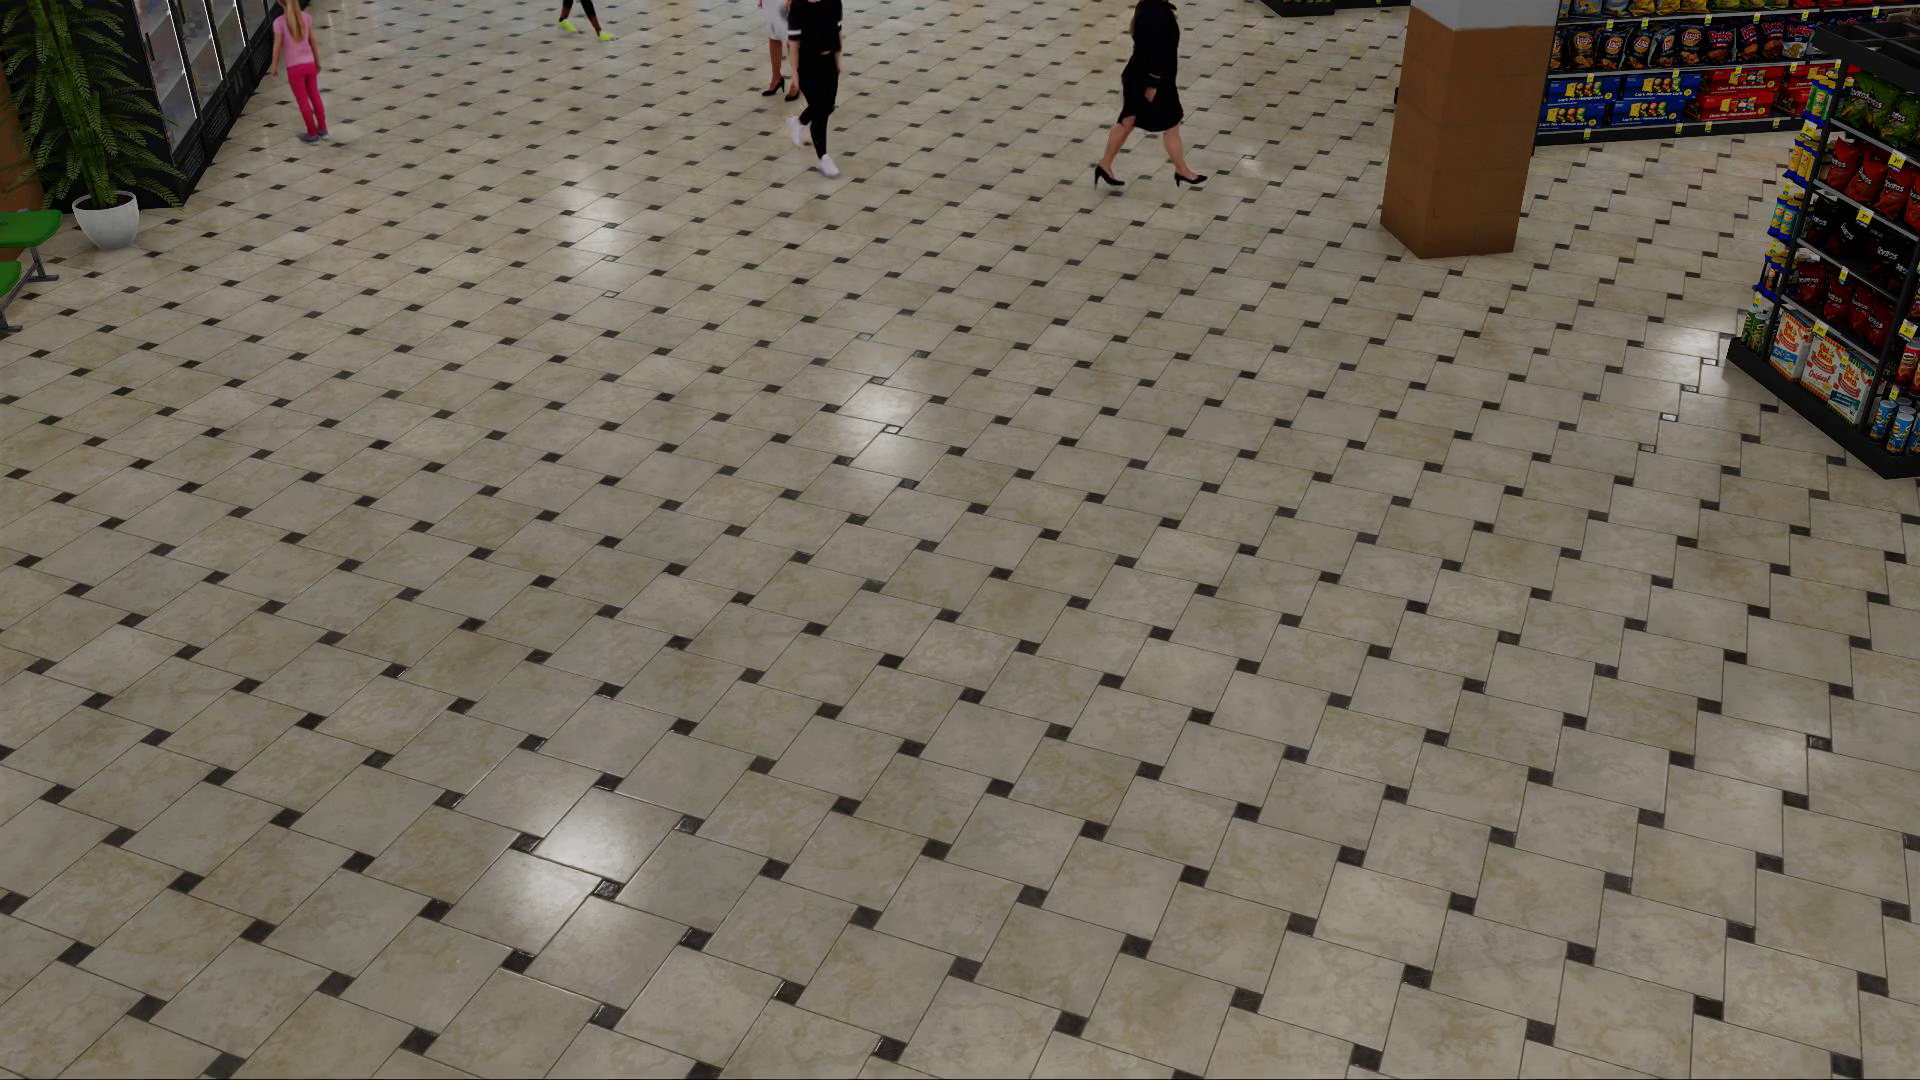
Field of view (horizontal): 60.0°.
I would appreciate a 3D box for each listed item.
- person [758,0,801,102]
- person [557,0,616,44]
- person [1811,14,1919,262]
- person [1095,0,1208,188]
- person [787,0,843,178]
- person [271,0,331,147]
[{"bbox_3d":[-1.535,-4.643,14.146,0.637,1.751,0.690,22,38,31],"label":"person"},{"bbox_3d":[-3.697,-5.581,15.701,1.106,1.700,1.139,26,40,35],"label":"person"},{"bbox_3d":[5.947,-2.573,10.881,0.610,1.685,0.732,-20,37,-29],"label":"person"},{"bbox_3d":[1.300,-3.320,12.141,1.080,1.623,0.739,-3,32,-5],"label":"person"},{"bbox_3d":[-1.126,-3.584,12.577,0.939,1.611,0.907,-20,37,-29],"label":"person"},{"bbox_3d":[-5.217,-3.763,13.191,0.692,1.266,0.632,22,38,31],"label":"person"}]
